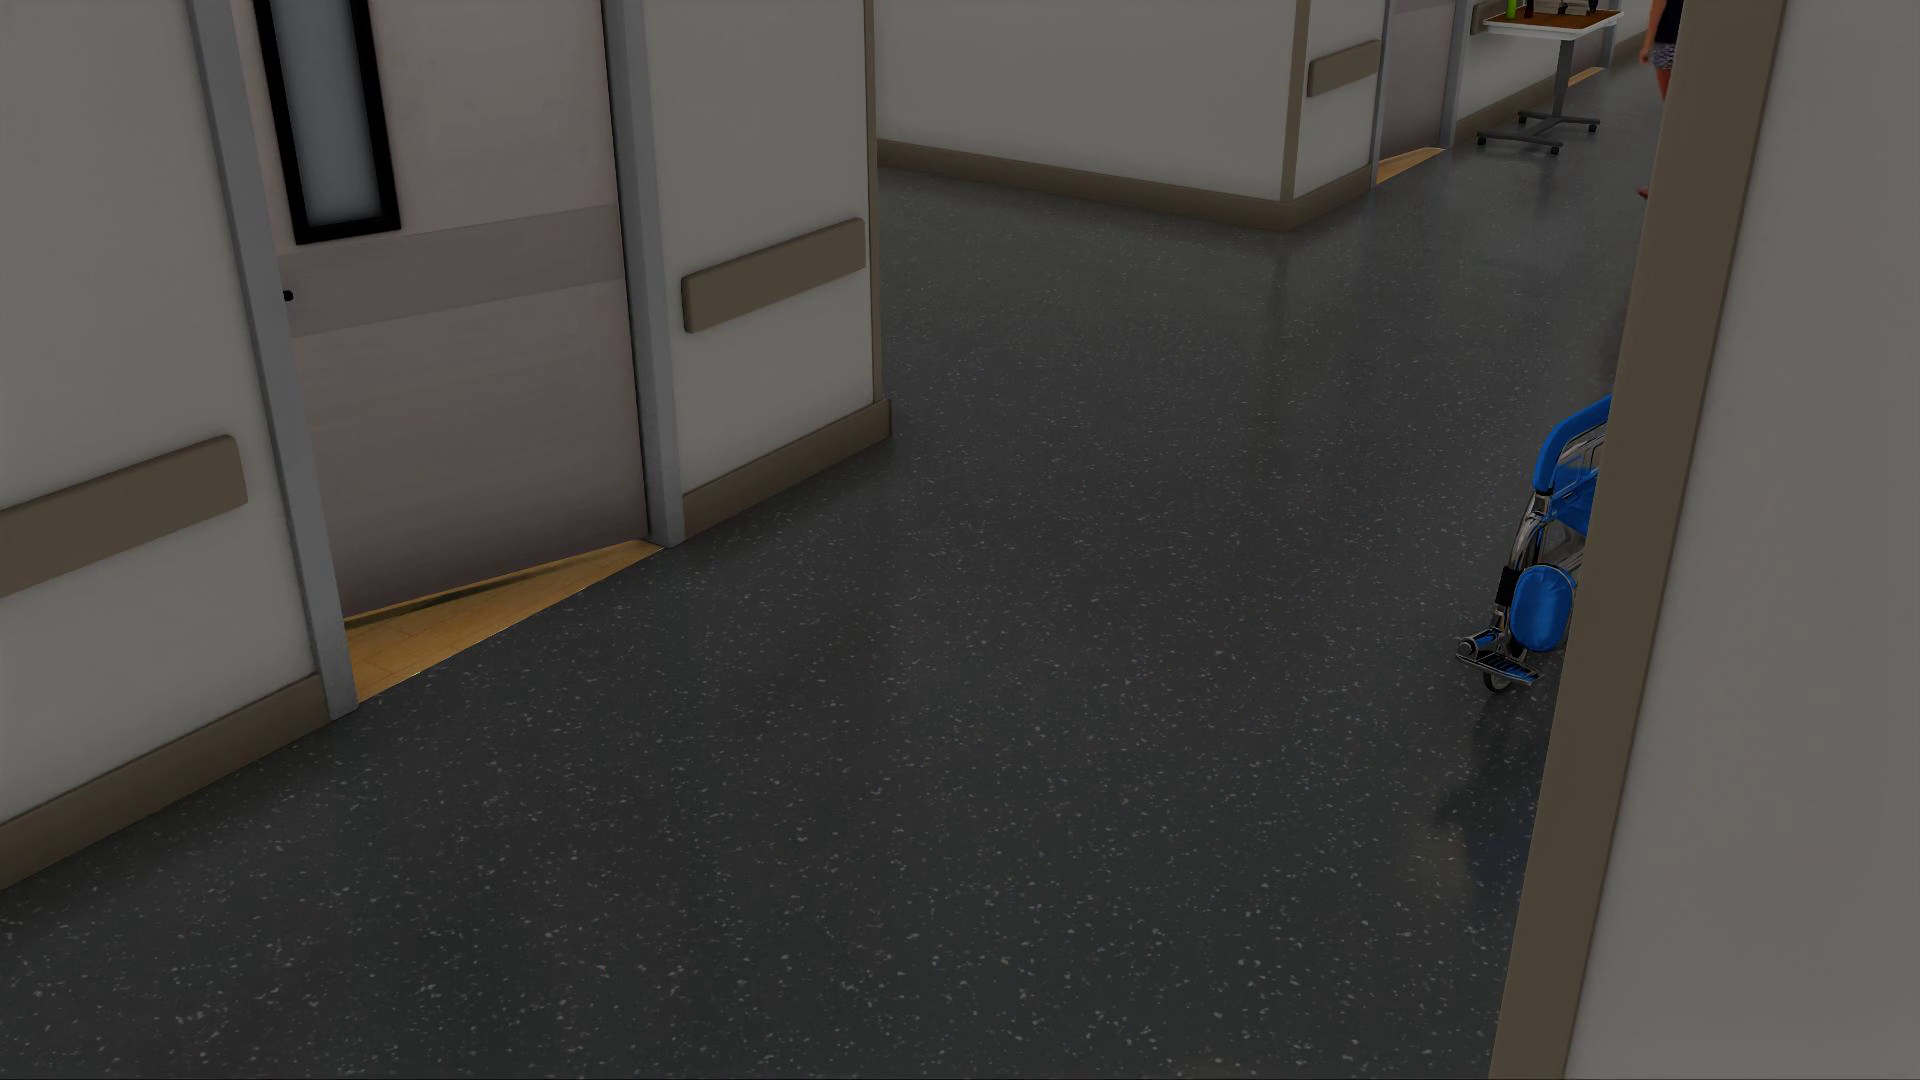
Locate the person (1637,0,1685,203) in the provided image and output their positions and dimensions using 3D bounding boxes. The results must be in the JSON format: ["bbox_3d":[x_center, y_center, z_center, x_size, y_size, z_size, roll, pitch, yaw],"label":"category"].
[{"bbox_3d":[4.166,-2.787,9.485,0.621,1.718,1.110,19,32,34],"label":"person"}]
